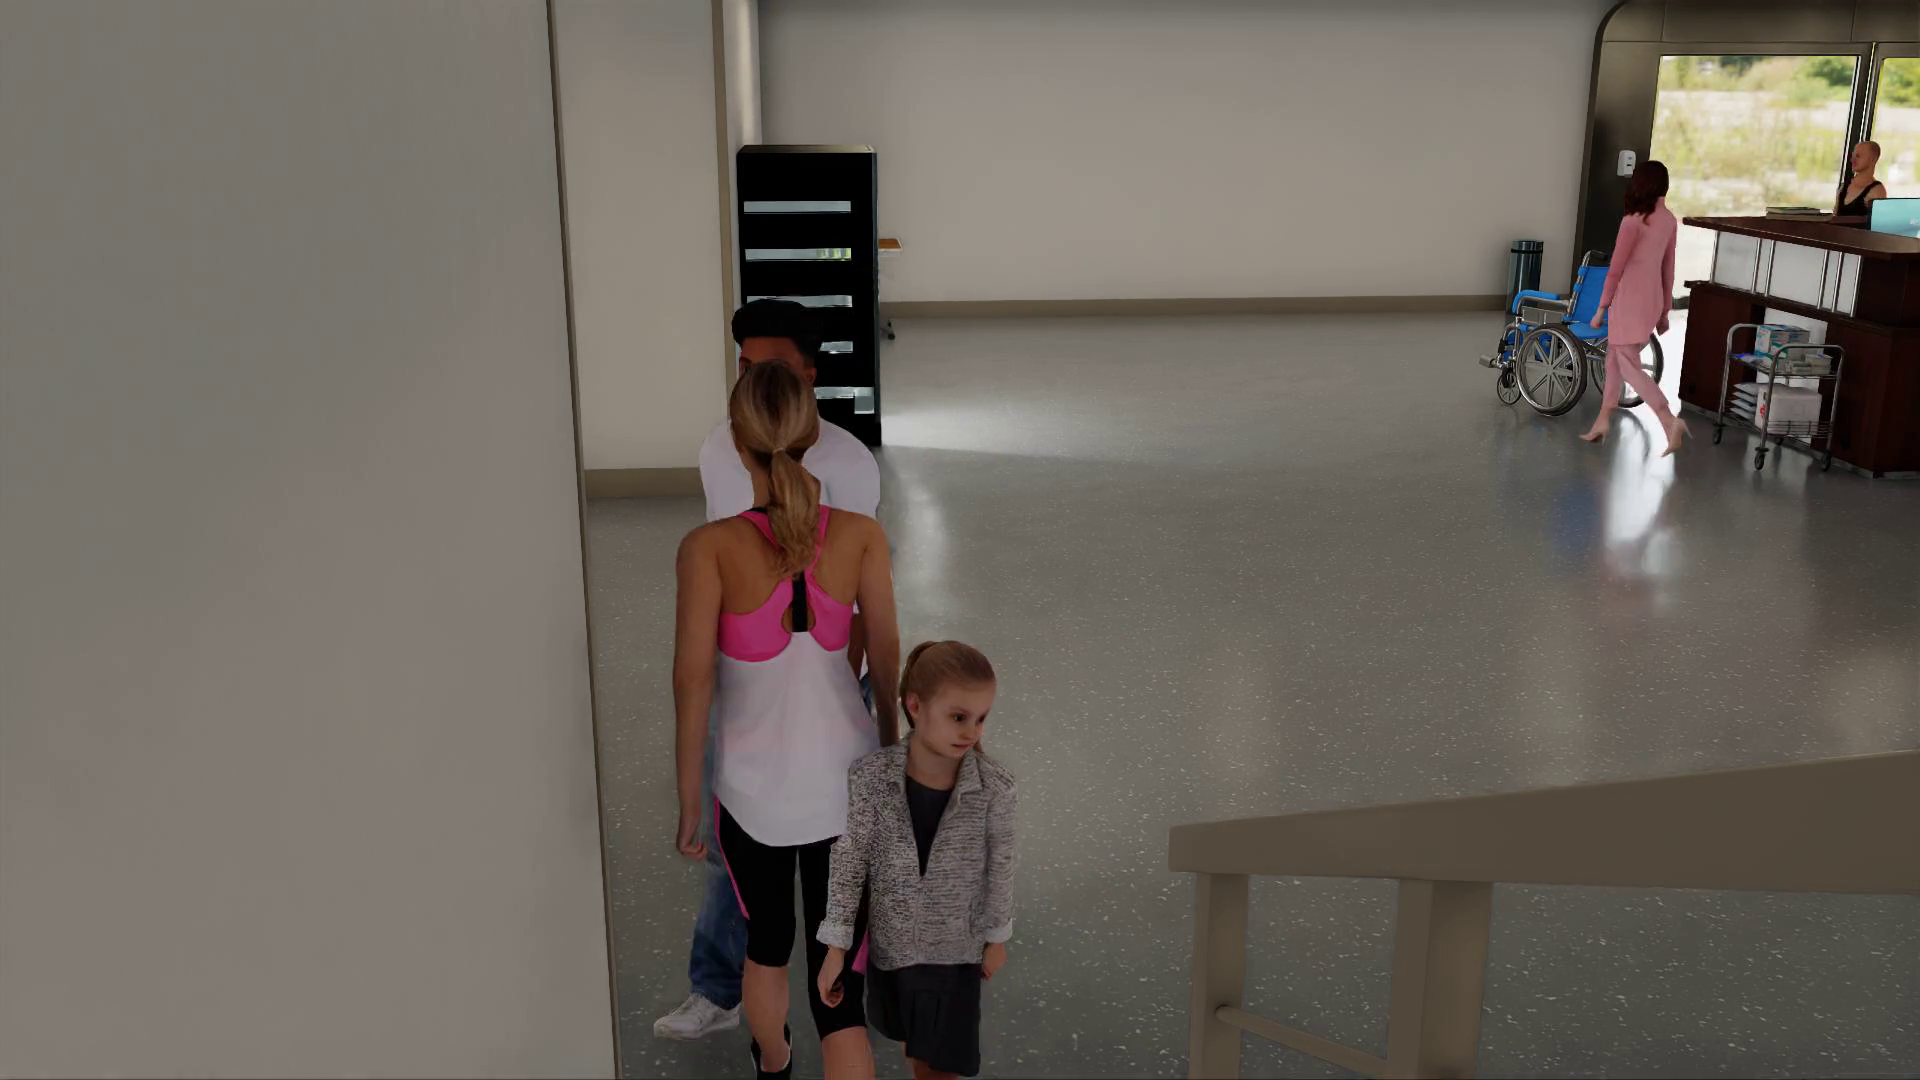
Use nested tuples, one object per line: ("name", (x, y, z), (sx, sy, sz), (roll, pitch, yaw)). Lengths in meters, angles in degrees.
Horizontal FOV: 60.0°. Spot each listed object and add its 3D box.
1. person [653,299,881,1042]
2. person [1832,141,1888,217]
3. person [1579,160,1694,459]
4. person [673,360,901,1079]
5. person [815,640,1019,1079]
("person", (-0.368, 0.299, 4.181), (0.985, 1.765, 1.271), (6, 17, 20))
("person", (6.827, -2.071, 12.579), (0.780, 1.768, 1.126), (0, 16, -1))
("person", (4.121, -1.343, 10.005), (0.930, 1.764, 1.202), (-9, 18, -29))
("person", (-0.298, 0.581, 3.232), (0.780, 1.736, 1.238), (-4, 16, -16))
("person", (-0.065, 0.787, 3.398), (0.693, 1.242, 0.921), (4, 16, 14))
